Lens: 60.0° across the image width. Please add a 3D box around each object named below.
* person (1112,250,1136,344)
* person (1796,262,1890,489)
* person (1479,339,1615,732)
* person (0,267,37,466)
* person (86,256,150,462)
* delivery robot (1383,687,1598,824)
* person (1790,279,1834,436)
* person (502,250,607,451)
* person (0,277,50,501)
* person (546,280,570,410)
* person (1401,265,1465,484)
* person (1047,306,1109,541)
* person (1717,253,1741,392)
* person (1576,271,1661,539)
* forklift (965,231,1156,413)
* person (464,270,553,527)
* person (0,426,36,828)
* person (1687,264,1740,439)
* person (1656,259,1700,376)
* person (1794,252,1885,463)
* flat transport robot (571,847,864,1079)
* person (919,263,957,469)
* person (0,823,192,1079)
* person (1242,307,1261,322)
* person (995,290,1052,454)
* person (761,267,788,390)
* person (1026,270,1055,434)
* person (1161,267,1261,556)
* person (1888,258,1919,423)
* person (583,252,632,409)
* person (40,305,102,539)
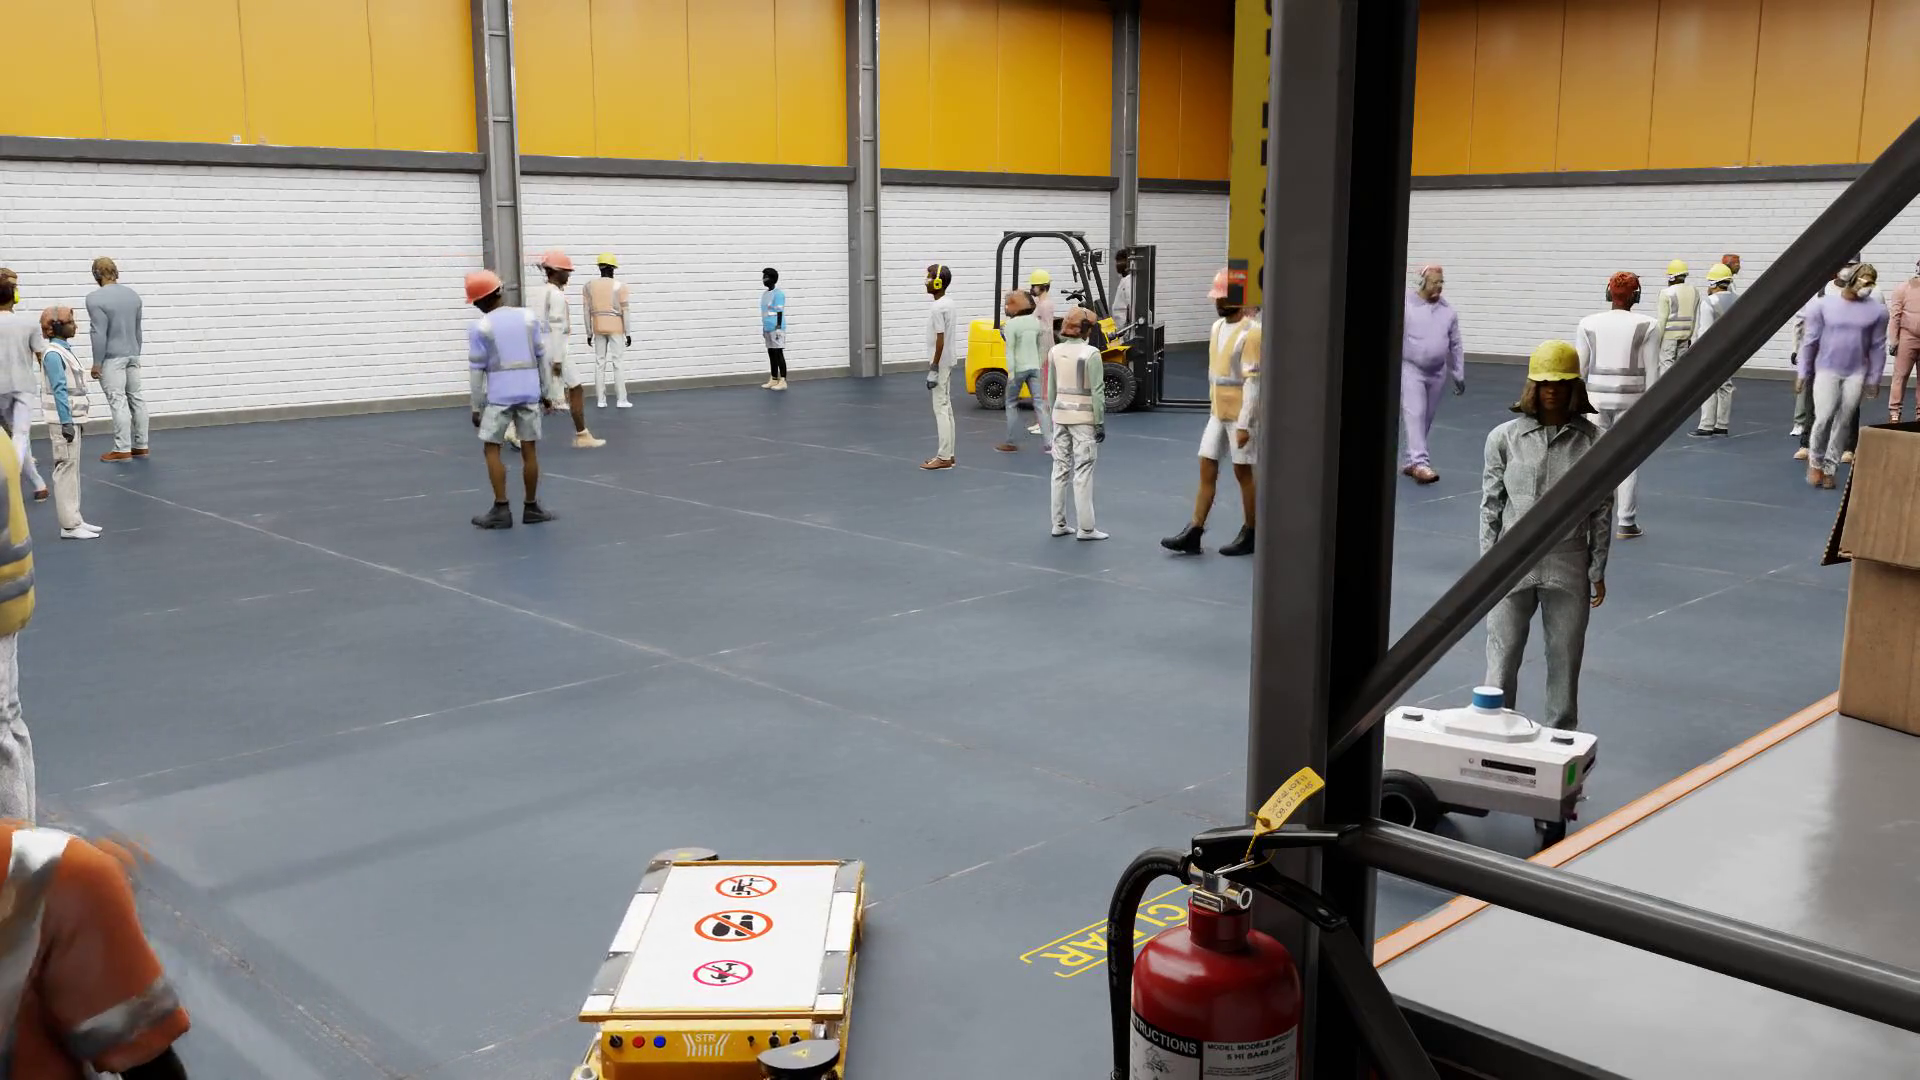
[{"bbox_3d":[2.216,-2.809,21.784,0.467,1.941,0.690,1,10,5],"label":"person"},{"bbox_3d":[7.391,-1.361,13.939,0.664,1.903,0.467,3,11,16],"label":"person"},{"bbox_3d":[2.233,0.108,6.370,0.488,1.744,0.293,3,11,15],"label":"person"},{"bbox_3d":[-8.749,-1.570,15.256,0.344,1.839,0.507,-4,11,-23],"label":"person"},{"bbox_3d":[-7.967,-1.700,15.712,0.378,1.933,0.628,3,11,14],"label":"person"},{"bbox_3d":[1.836,0.757,5.813,0.707,0.478,0.477,7,12,32],"label":"delivery robot"},{"bbox_3d":[9.123,-2.042,17.588,0.594,1.924,0.382,5,12,26],"label":"person"},{"bbox_3d":[-4.085,-1.865,16.472,1.019,1.999,0.611,-7,13,-34],"label":"person"},{"bbox_3d":[-7.413,-1.140,13.031,0.558,1.812,0.949,-2,11,-13],"label":"person"},{"bbox_3d":[-4.966,-2.417,20.430,0.314,1.636,0.515,-6,12,-31],"label":"person"},{"bbox_3d":[4.061,-1.426,14.368,0.672,1.868,0.818,-3,11,-16],"label":"person"},{"bbox_3d":[0.815,-0.813,11.674,0.309,1.639,0.513,-9,14,-41],"label":"person"},{"bbox_3d":[10.465,-2.970,22.773,0.345,1.882,0.592,7,13,35],"label":"person"},{"bbox_3d":[4.627,-0.950,11.753,0.581,1.882,0.339,7,12,33],"label":"person"},{"bbox_3d":[1.222,-2.721,20.561,2.313,2.155,1.214,2,11,13],"label":"forklift"},{"bbox_3d":[-3.304,-1.029,12.206,0.663,1.885,0.378,-7,12,-32],"label":"person"},{"bbox_3d":[-3.132,0.272,5.209,0.429,1.840,0.633,-4,11,-22],"label":"person"},{"bbox_3d":[7.949,-1.982,17.517,0.588,1.835,0.404,-5,12,-26],"label":"person"},{"bbox_3d":[8.732,-2.505,20.365,0.590,1.836,0.404,-4,11,-22],"label":"person"},{"bbox_3d":[8.254,-1.745,15.661,0.688,2.000,0.538,9,14,41],"label":"person"},{"bbox_3d":[-0.618,1.178,4.551,0.652,0.197,1.431,0,10,-1],"label":"flat transport robot"},{"bbox_3d":[-0.199,-1.578,15.212,0.328,1.873,0.513,2,11,10],"label":"person"},{"bbox_3d":[-1.250,0.928,2.142,0.611,1.661,0.341,0,10,0],"label":"person"},{"bbox_3d":[5.020,-4.210,29.497,0.659,1.892,0.619,8,13,38],"label":"person"},{"bbox_3d":[0.661,-1.638,16.297,0.519,1.600,0.598,-9,13,-39],"label":"person"},{"bbox_3d":[-2.586,-2.919,23.029,0.320,1.690,0.535,-7,12,-32],"label":"person"},{"bbox_3d":[0.866,-2.021,17.919,0.325,1.765,0.534,-1,10,-3],"label":"person"},{"bbox_3d":[1.727,-0.824,10.976,0.632,1.927,0.569,-5,12,-27],"label":"person"},{"bbox_3d":[10.783,-2.236,18.691,0.642,1.913,0.409,2,11,10],"label":"person"},{"bbox_3d":[-4.339,-2.577,20.530,0.584,1.918,0.381,1,10,6],"label":"person"},{"bbox_3d":[-6.301,-0.827,11.738,0.307,1.644,0.514,-4,11,-22],"label":"person"}]
